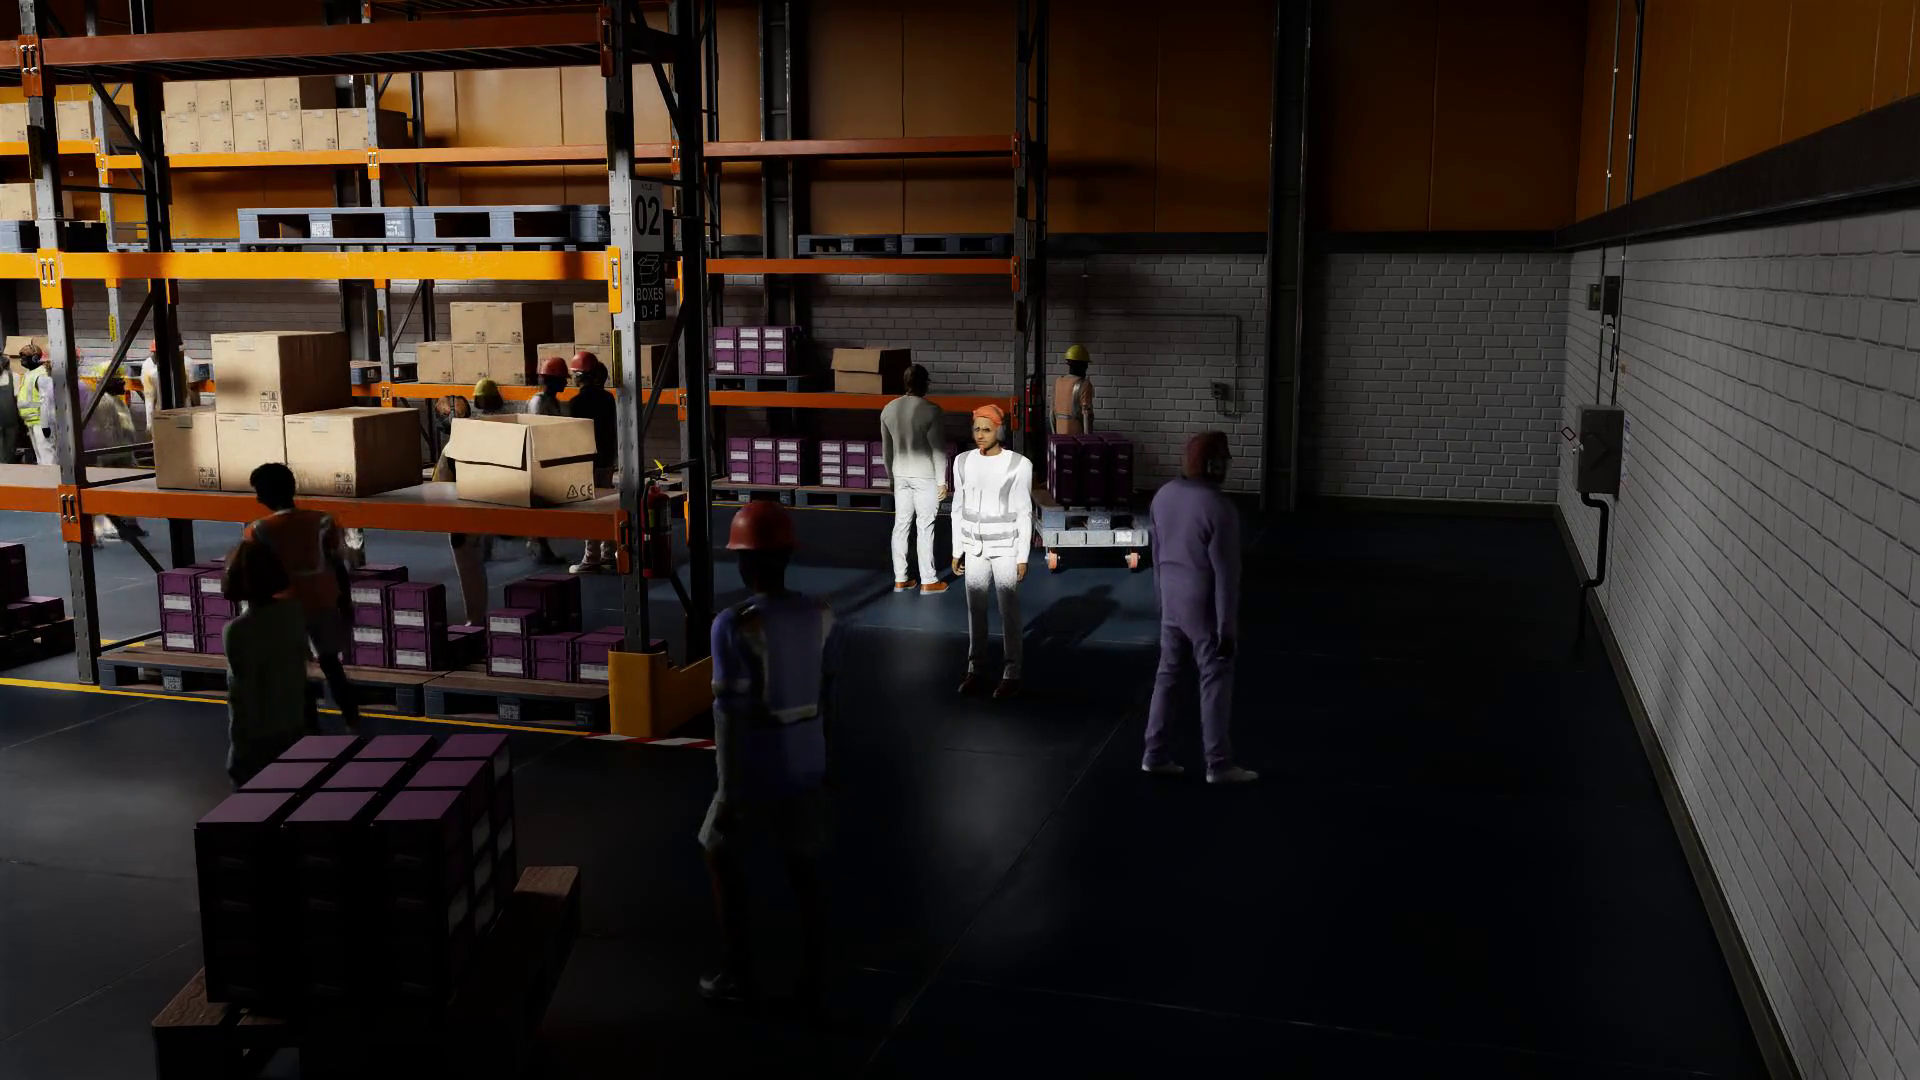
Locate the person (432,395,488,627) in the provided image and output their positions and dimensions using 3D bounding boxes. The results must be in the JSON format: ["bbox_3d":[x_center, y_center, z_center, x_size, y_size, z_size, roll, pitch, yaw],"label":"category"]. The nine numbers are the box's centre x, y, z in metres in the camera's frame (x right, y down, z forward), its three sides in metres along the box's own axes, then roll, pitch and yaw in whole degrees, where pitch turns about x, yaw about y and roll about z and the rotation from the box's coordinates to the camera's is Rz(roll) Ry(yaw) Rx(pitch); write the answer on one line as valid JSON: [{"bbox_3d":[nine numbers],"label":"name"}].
[{"bbox_3d":[-3.590,-0.130,11.990,0.429,1.836,0.620,-2,10,-14],"label":"person"}]

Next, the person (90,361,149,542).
[{"bbox_3d":[-8.378,-0.876,16.584,0.507,1.813,0.605,-1,9,-3],"label":"person"}]

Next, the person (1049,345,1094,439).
[{"bbox_3d":[1.200,-1.093,17.582,0.383,1.924,0.589,-8,12,-39],"label":"person"}]

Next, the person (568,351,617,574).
[{"bbox_3d":[-3.313,-0.690,14.904,0.378,1.996,0.610,4,10,23],"label":"person"}]

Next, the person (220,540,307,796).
[{"bbox_3d":[-2.896,0.808,7.004,0.534,1.646,0.518,2,10,12],"label":"person"}]

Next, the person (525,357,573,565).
[{"bbox_3d":[-3.758,-0.710,15.233,0.460,1.925,0.603,1,9,6],"label":"person"}]

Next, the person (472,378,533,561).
[{"bbox_3d":[-4.307,-0.653,15.513,0.494,1.728,0.635,8,12,40],"label":"person"}]

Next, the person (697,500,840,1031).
[{"bbox_3d":[-0.732,0.805,6.040,0.585,1.910,0.703,-9,13,-43],"label":"person"}]

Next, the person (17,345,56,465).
[{"bbox_3d":[-10.907,-1.394,19.703,0.429,1.837,0.625,-8,12,-41],"label":"person"}]

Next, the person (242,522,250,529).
[{"bbox_3d":[-6.957,-0.834,16.522,0.522,1.758,0.350,8,12,42],"label":"person"}]

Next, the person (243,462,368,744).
[{"bbox_3d":[-3.696,0.392,9.287,0.553,1.662,0.408,-9,13,-44],"label":"person"}]

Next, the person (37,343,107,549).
[{"bbox_3d":[-8.584,-0.889,16.042,0.474,2.030,0.618,1,9,4],"label":"person"}]

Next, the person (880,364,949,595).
[{"bbox_3d":[-0.368,-0.508,13.975,0.632,1.940,0.372,6,11,32],"label":"person"}]

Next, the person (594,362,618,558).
[{"bbox_3d":[-3.369,-0.746,15.651,0.317,1.863,0.523,-3,10,-20],"label":"person"}]

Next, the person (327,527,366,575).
[{"bbox_3d":[-5.019,-0.350,13.331,0.600,1.829,0.404,-6,11,-31],"label":"person"}]

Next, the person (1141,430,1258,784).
[{"bbox_3d":[1.270,0.359,8.843,0.434,1.914,0.664,-6,11,-33],"label":"person"}]

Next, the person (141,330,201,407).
[{"bbox_3d":[-9.610,-1.617,20.421,0.692,2.000,0.535,1,9,9],"label":"person"}]

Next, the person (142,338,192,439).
[{"bbox_3d":[-9.339,-1.429,19.593,0.378,1.932,0.551,7,12,38],"label":"person"}]

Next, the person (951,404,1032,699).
[{"bbox_3d":[0.199,0.070,10.635,0.576,1.880,0.351,5,11,30],"label":"person"}]

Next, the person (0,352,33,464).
[{"bbox_3d":[-11.239,-1.346,19.530,0.520,1.784,0.993,-8,12,-41],"label":"person"}]
